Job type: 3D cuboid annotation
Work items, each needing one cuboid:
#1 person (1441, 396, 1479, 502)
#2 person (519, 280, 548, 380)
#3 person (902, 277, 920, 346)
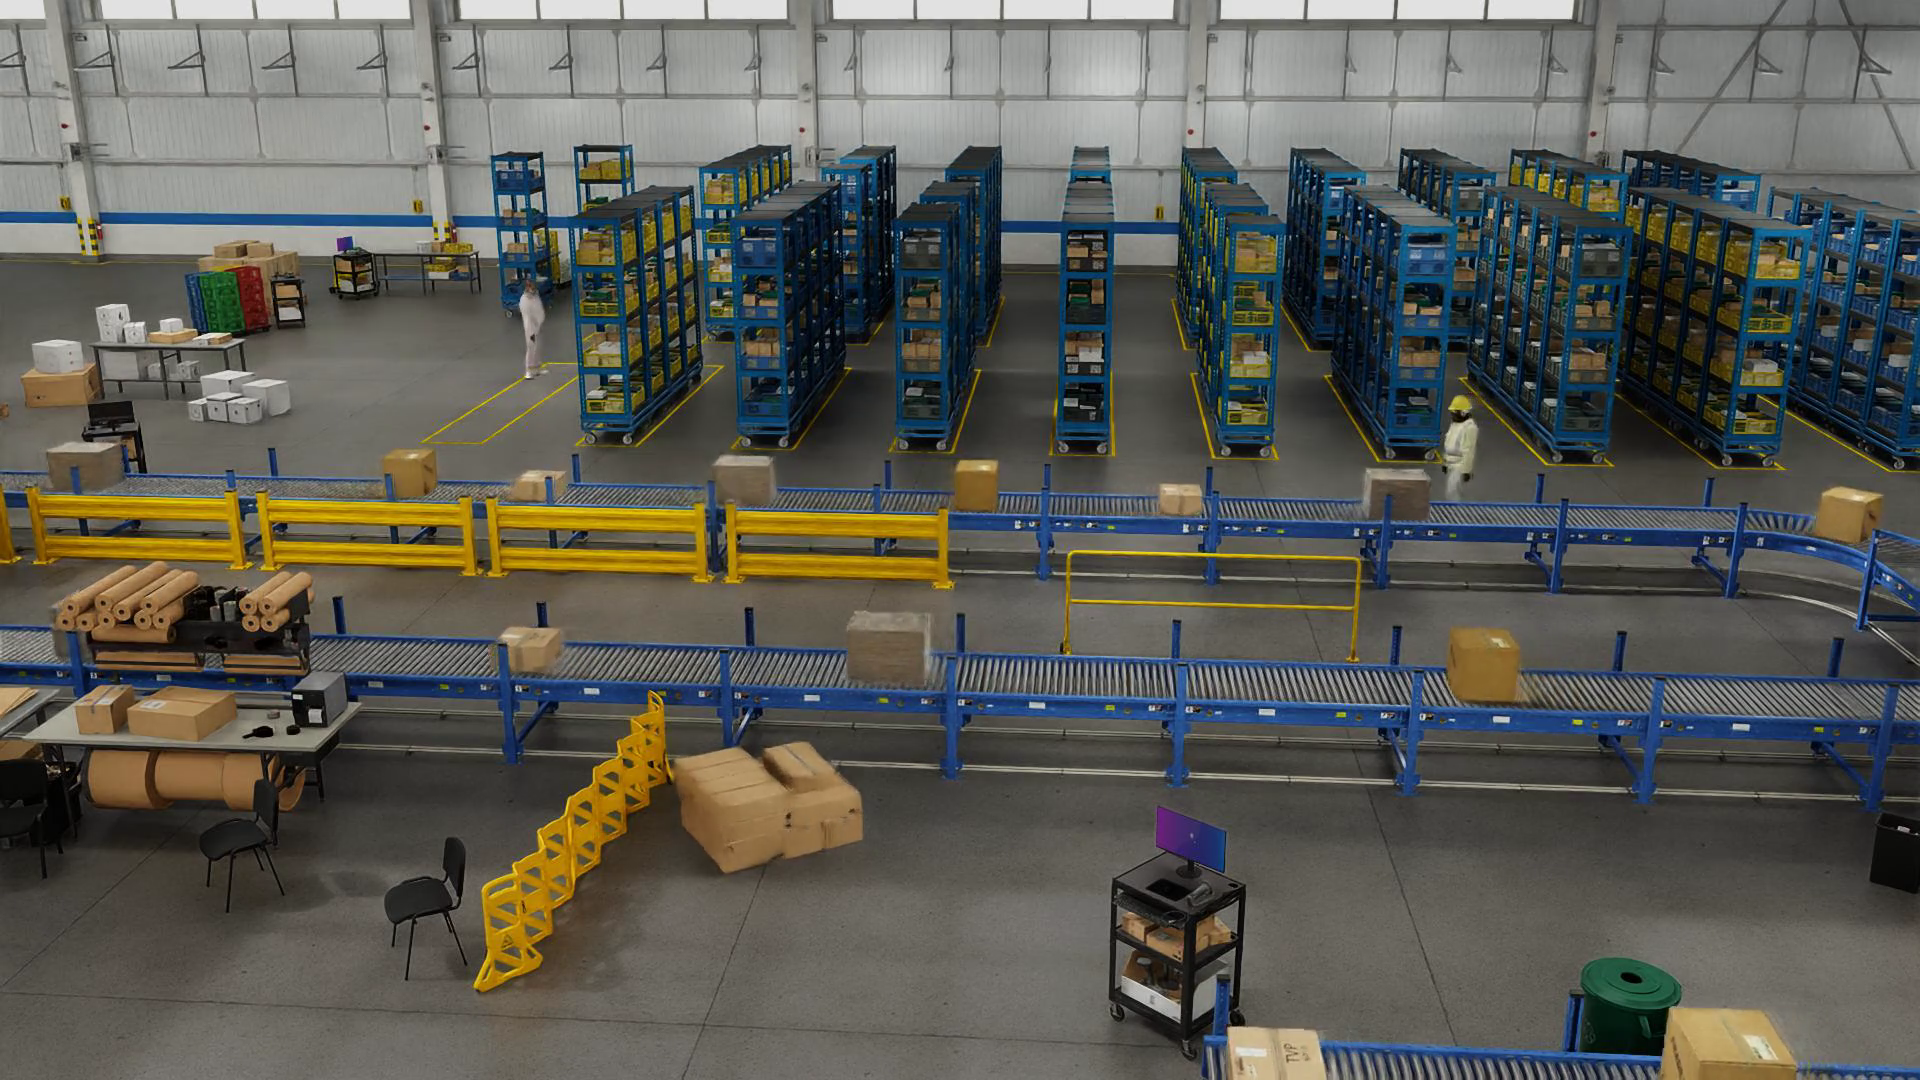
[{"bbox_3d":[6.488,-0.988,21.716,0.426,1.819,0.627,-2,18,-7],"label":"person"},{"bbox_3d":[-7.931,-3.961,31.096,0.396,1.863,0.739,2,18,8],"label":"person"},{"bbox_3d":[-0.953,-4.934,33.951,0.377,1.995,0.608,14,22,38],"label":"person"}]
